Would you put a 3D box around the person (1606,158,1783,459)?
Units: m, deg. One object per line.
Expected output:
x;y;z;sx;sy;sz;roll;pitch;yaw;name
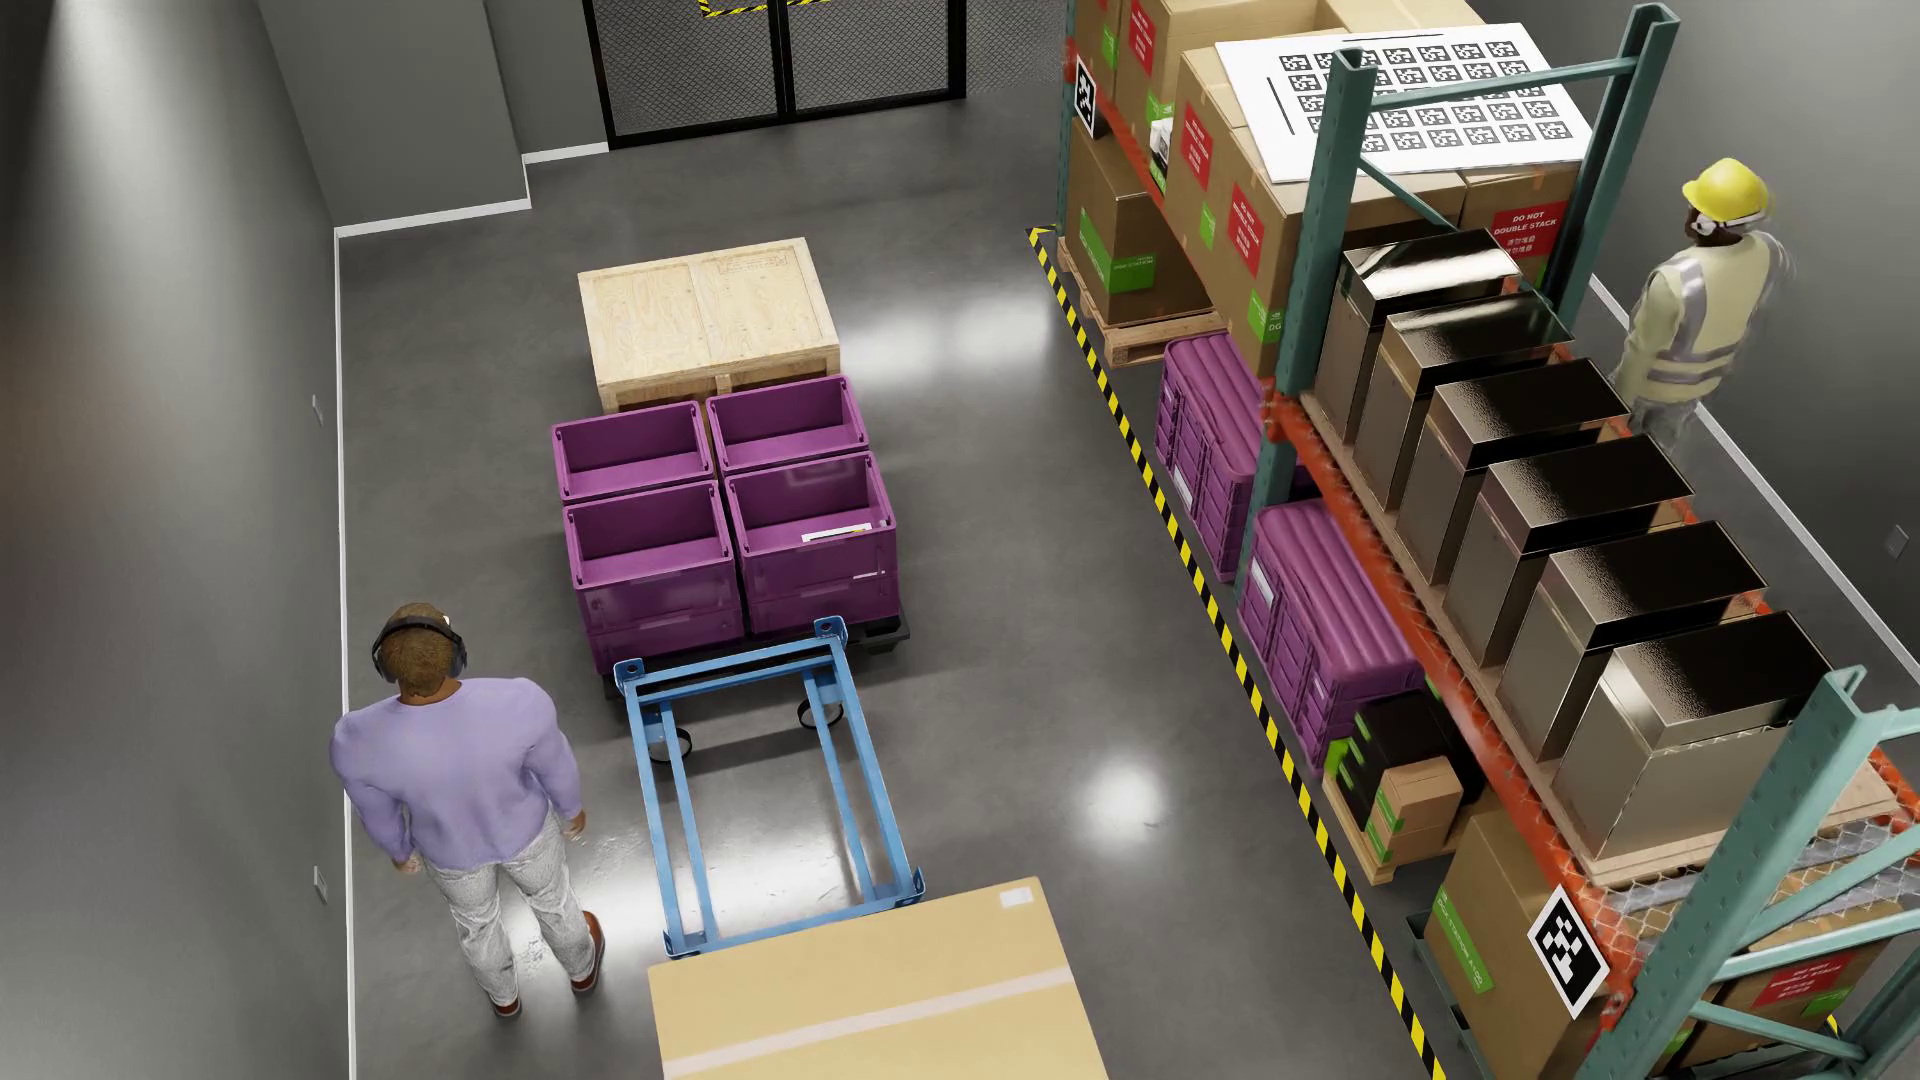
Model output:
2.819;-0.706;6.616;0.605;1.819;0.416;-16;50;-15;person

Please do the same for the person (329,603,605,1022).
-1.455;0.870;5.088;0.635;1.939;0.367;-13;49;-12;person
